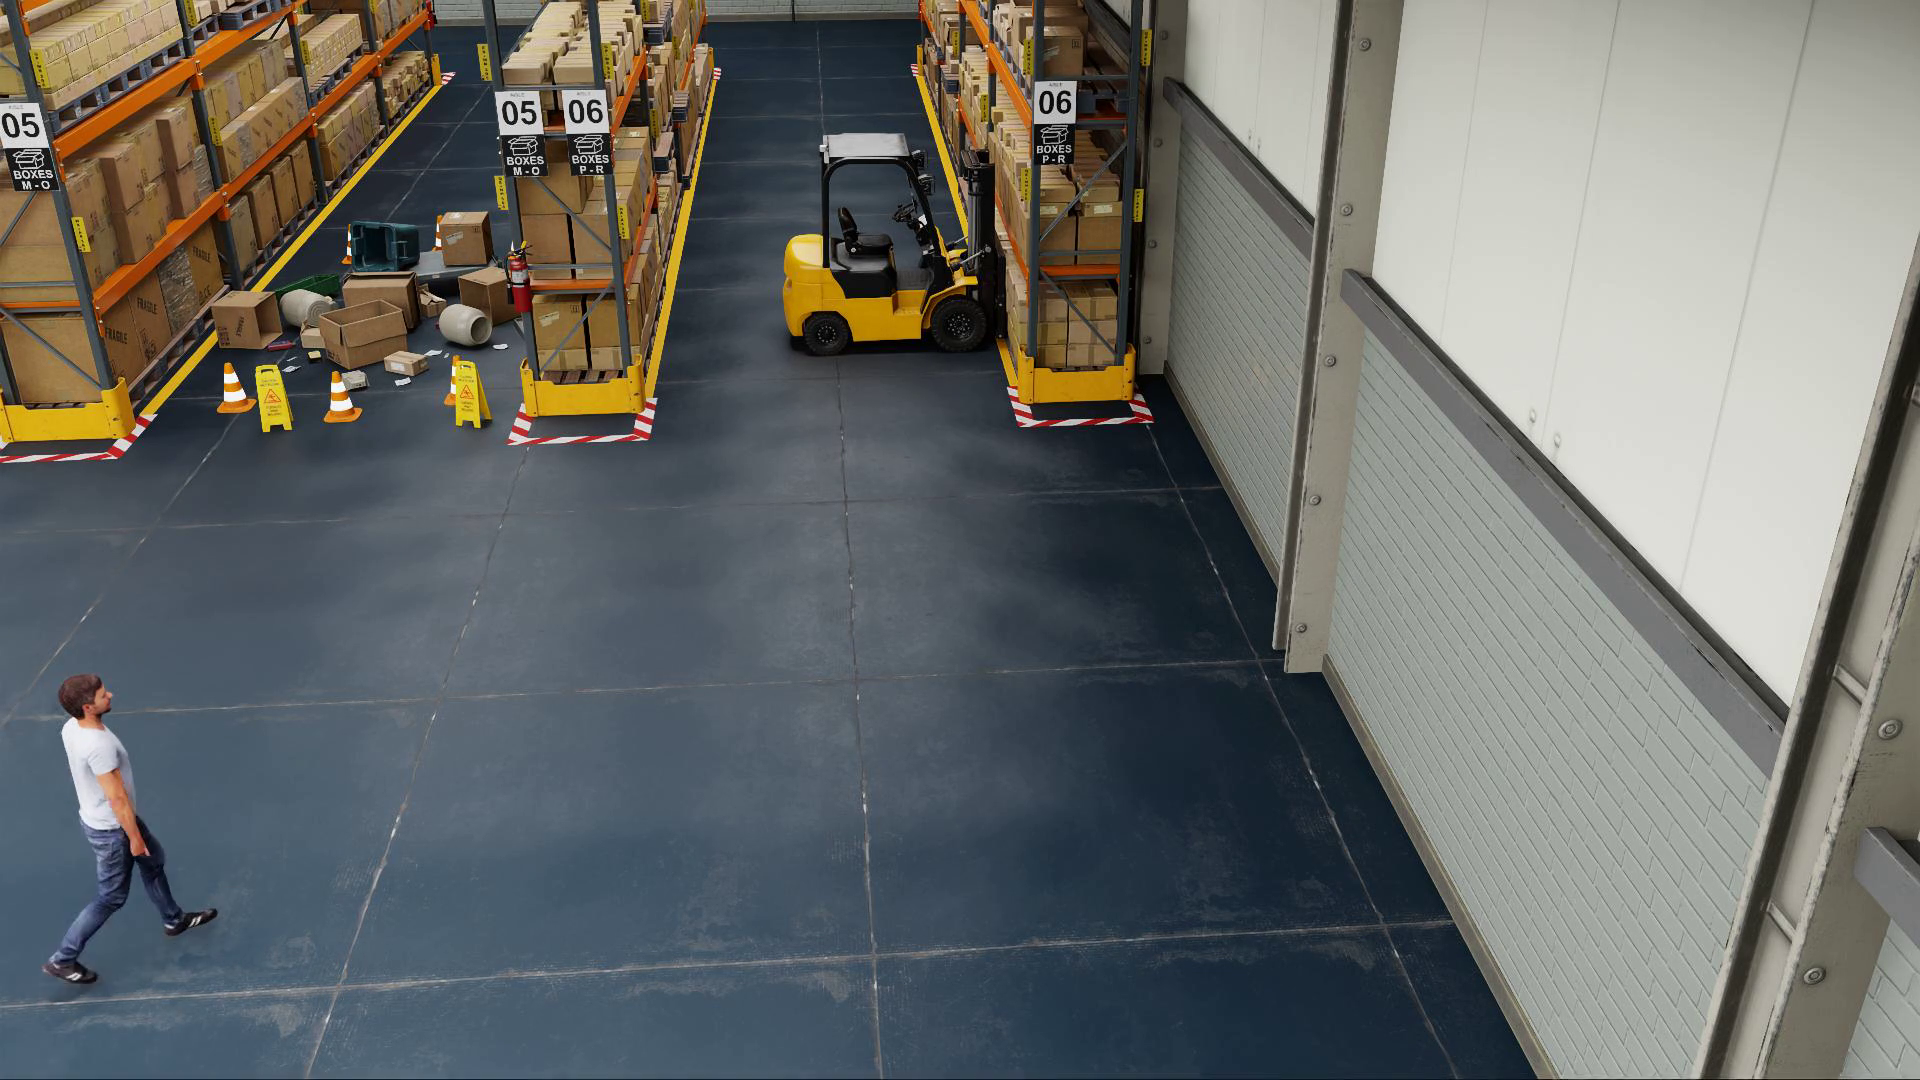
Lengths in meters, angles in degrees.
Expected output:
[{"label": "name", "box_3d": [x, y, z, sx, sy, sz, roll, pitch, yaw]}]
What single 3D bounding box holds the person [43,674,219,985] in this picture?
[{"label": "person", "box_3d": [-4.732, 1.599, 9.081, 1.144, 1.832, 1.184, -21, 34, -34]}]
